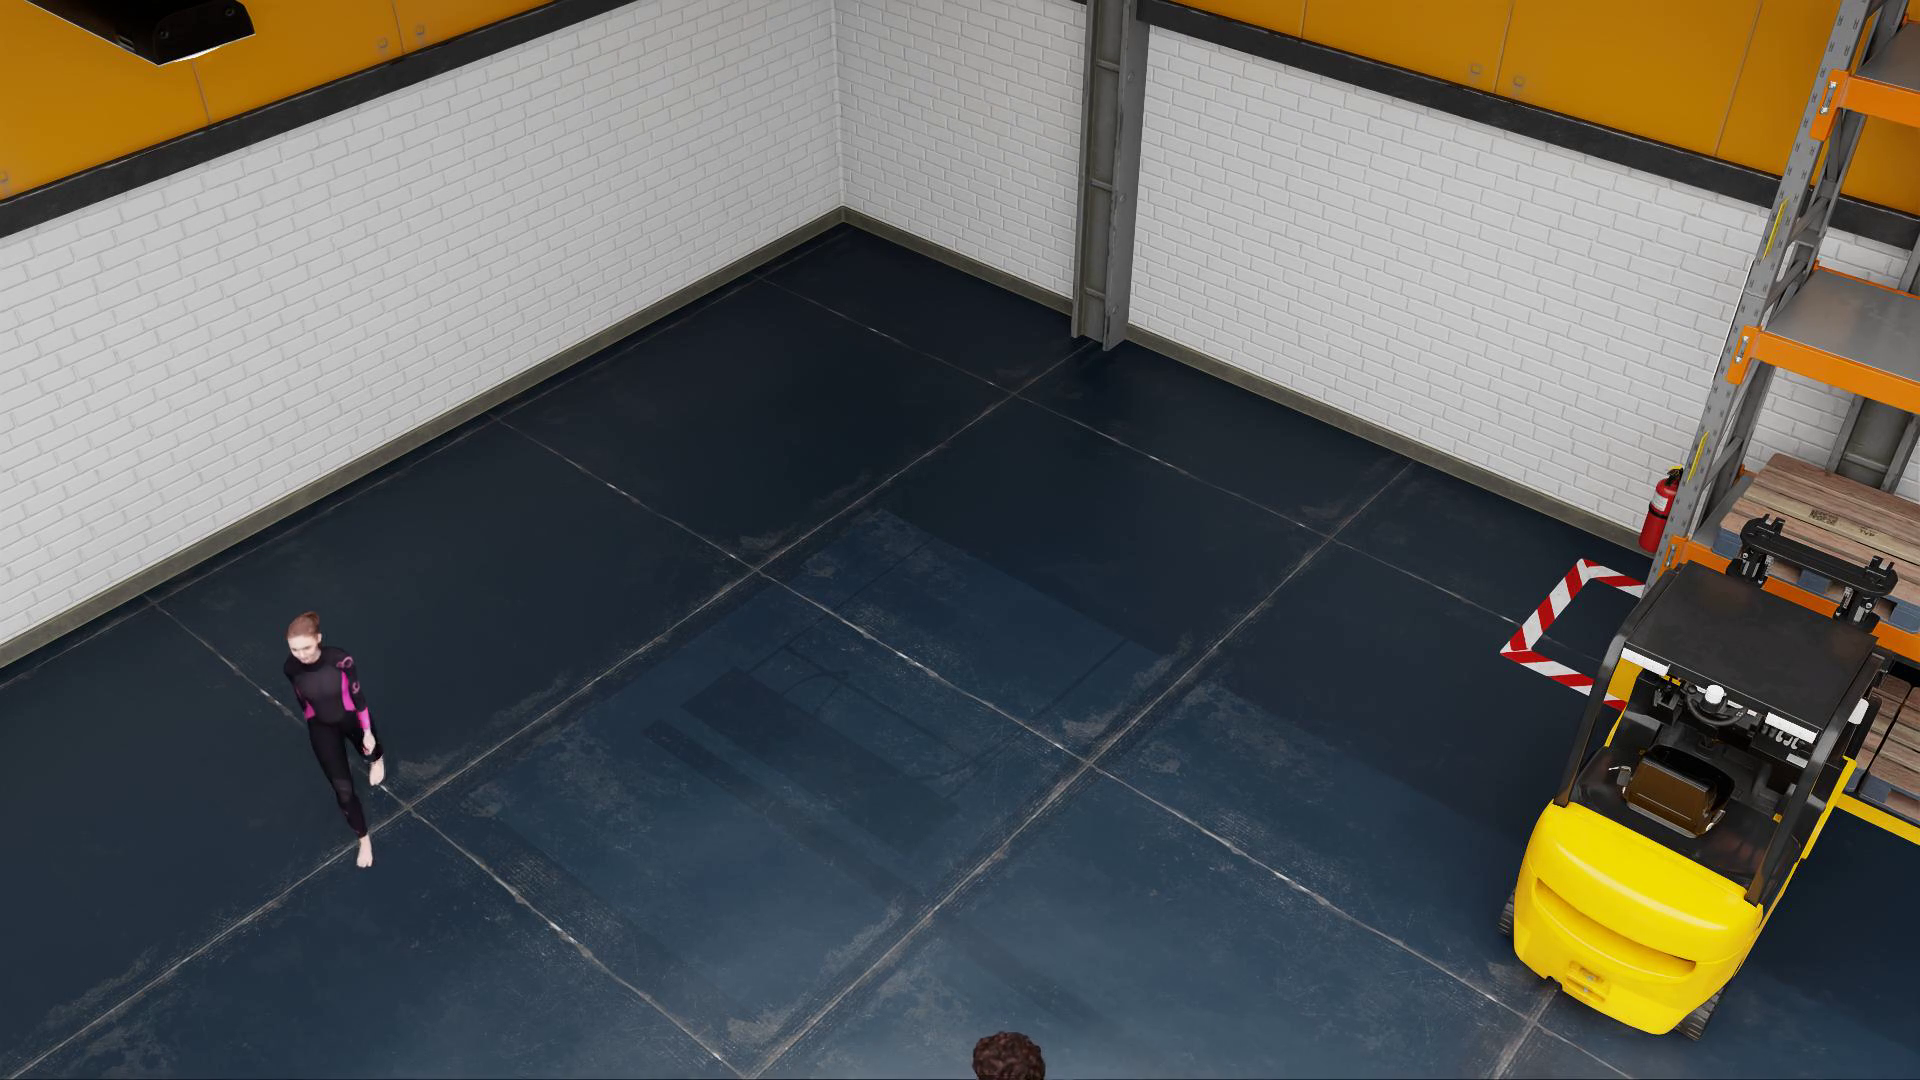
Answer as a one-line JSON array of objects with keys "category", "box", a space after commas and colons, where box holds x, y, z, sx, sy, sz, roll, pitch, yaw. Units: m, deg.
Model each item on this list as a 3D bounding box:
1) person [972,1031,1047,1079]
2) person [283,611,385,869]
[{"category": "person", "box": [0.296, 2.790, 7.391, 0.975, 1.794, 0.904, 0, 39, 0]}, {"category": "person", "box": [-3.574, 1.035, 9.658, 0.961, 1.708, 1.119, -9, 39, -11]}]
